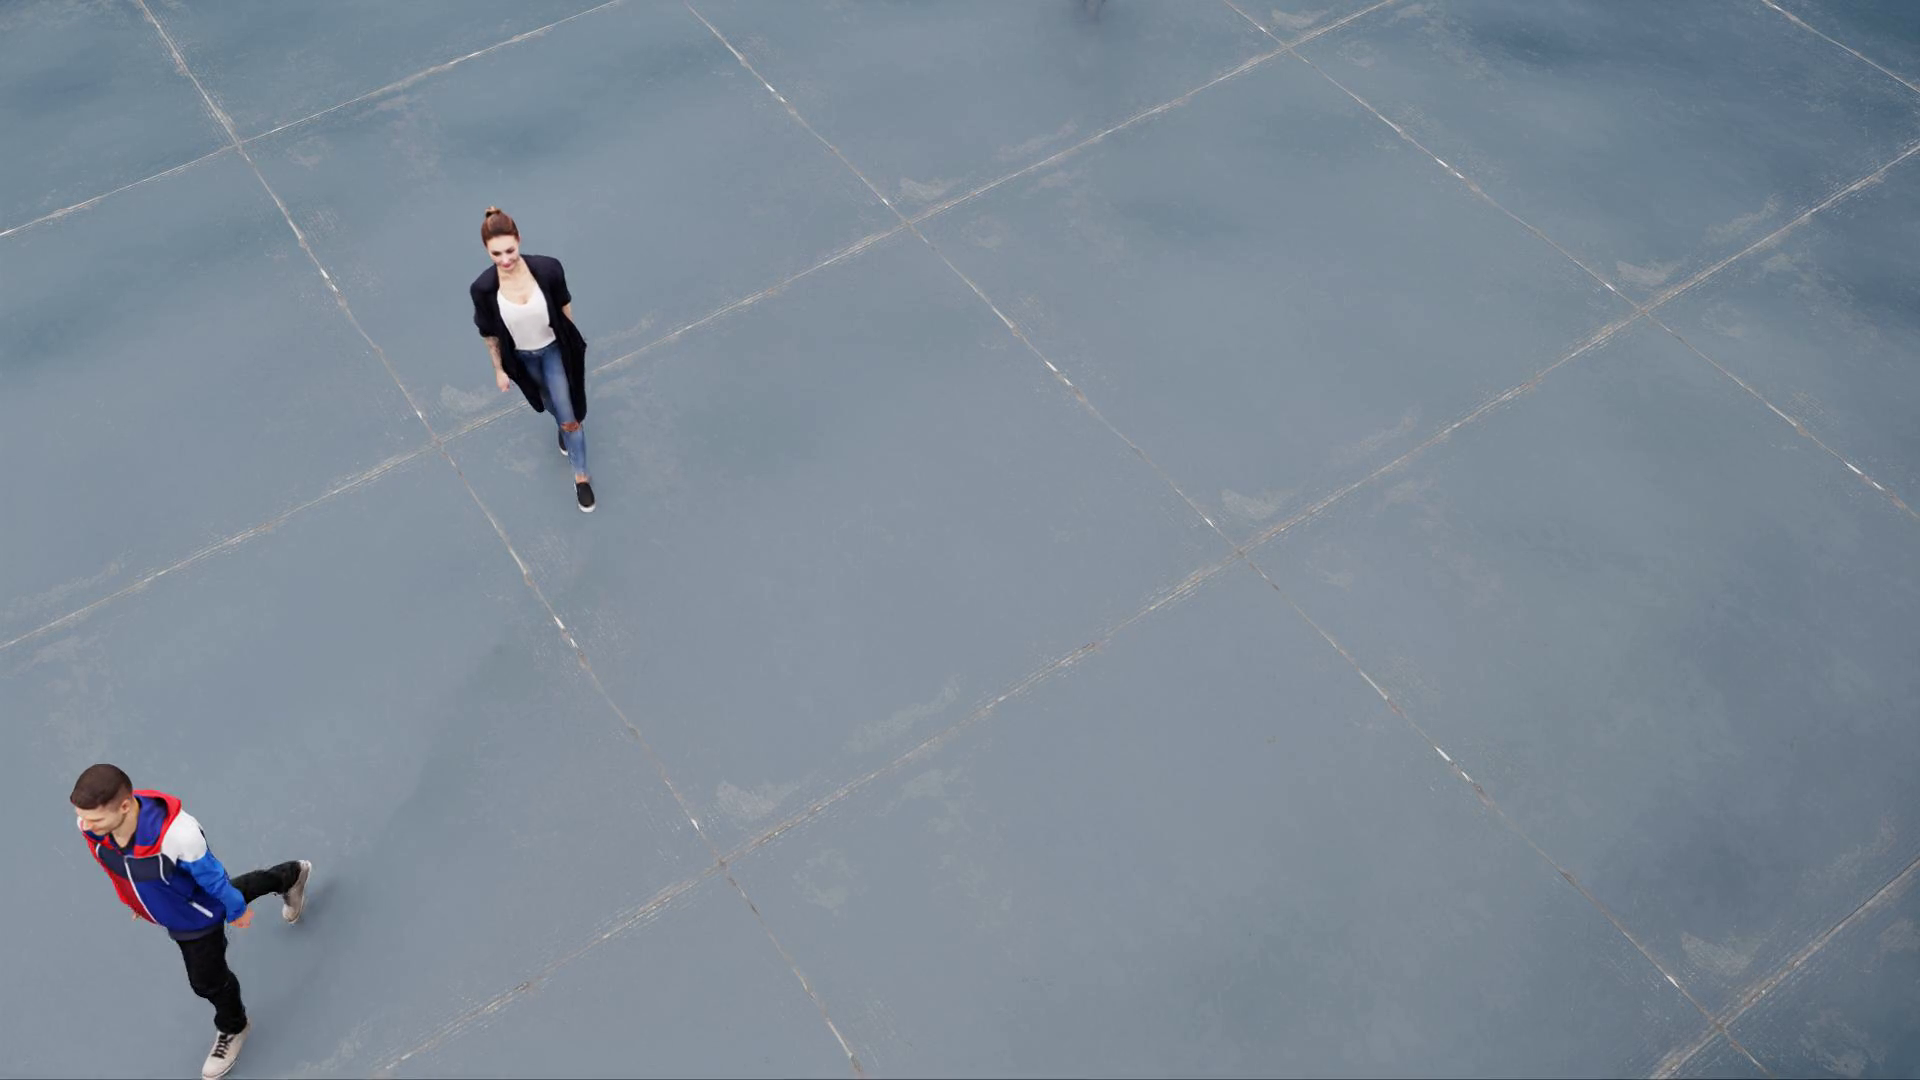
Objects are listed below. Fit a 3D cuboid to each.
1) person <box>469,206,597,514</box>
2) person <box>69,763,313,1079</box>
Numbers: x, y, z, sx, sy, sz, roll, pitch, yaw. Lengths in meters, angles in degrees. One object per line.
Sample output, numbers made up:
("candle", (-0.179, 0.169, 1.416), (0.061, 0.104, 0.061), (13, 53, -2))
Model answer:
("person", (-2.079, -0.987, 8.132), (0.833, 1.652, 1.023), (-11, 53, -9))
("person", (-2.892, 1.286, 6.325), (1.178, 1.725, 1.134), (16, 54, 12))
